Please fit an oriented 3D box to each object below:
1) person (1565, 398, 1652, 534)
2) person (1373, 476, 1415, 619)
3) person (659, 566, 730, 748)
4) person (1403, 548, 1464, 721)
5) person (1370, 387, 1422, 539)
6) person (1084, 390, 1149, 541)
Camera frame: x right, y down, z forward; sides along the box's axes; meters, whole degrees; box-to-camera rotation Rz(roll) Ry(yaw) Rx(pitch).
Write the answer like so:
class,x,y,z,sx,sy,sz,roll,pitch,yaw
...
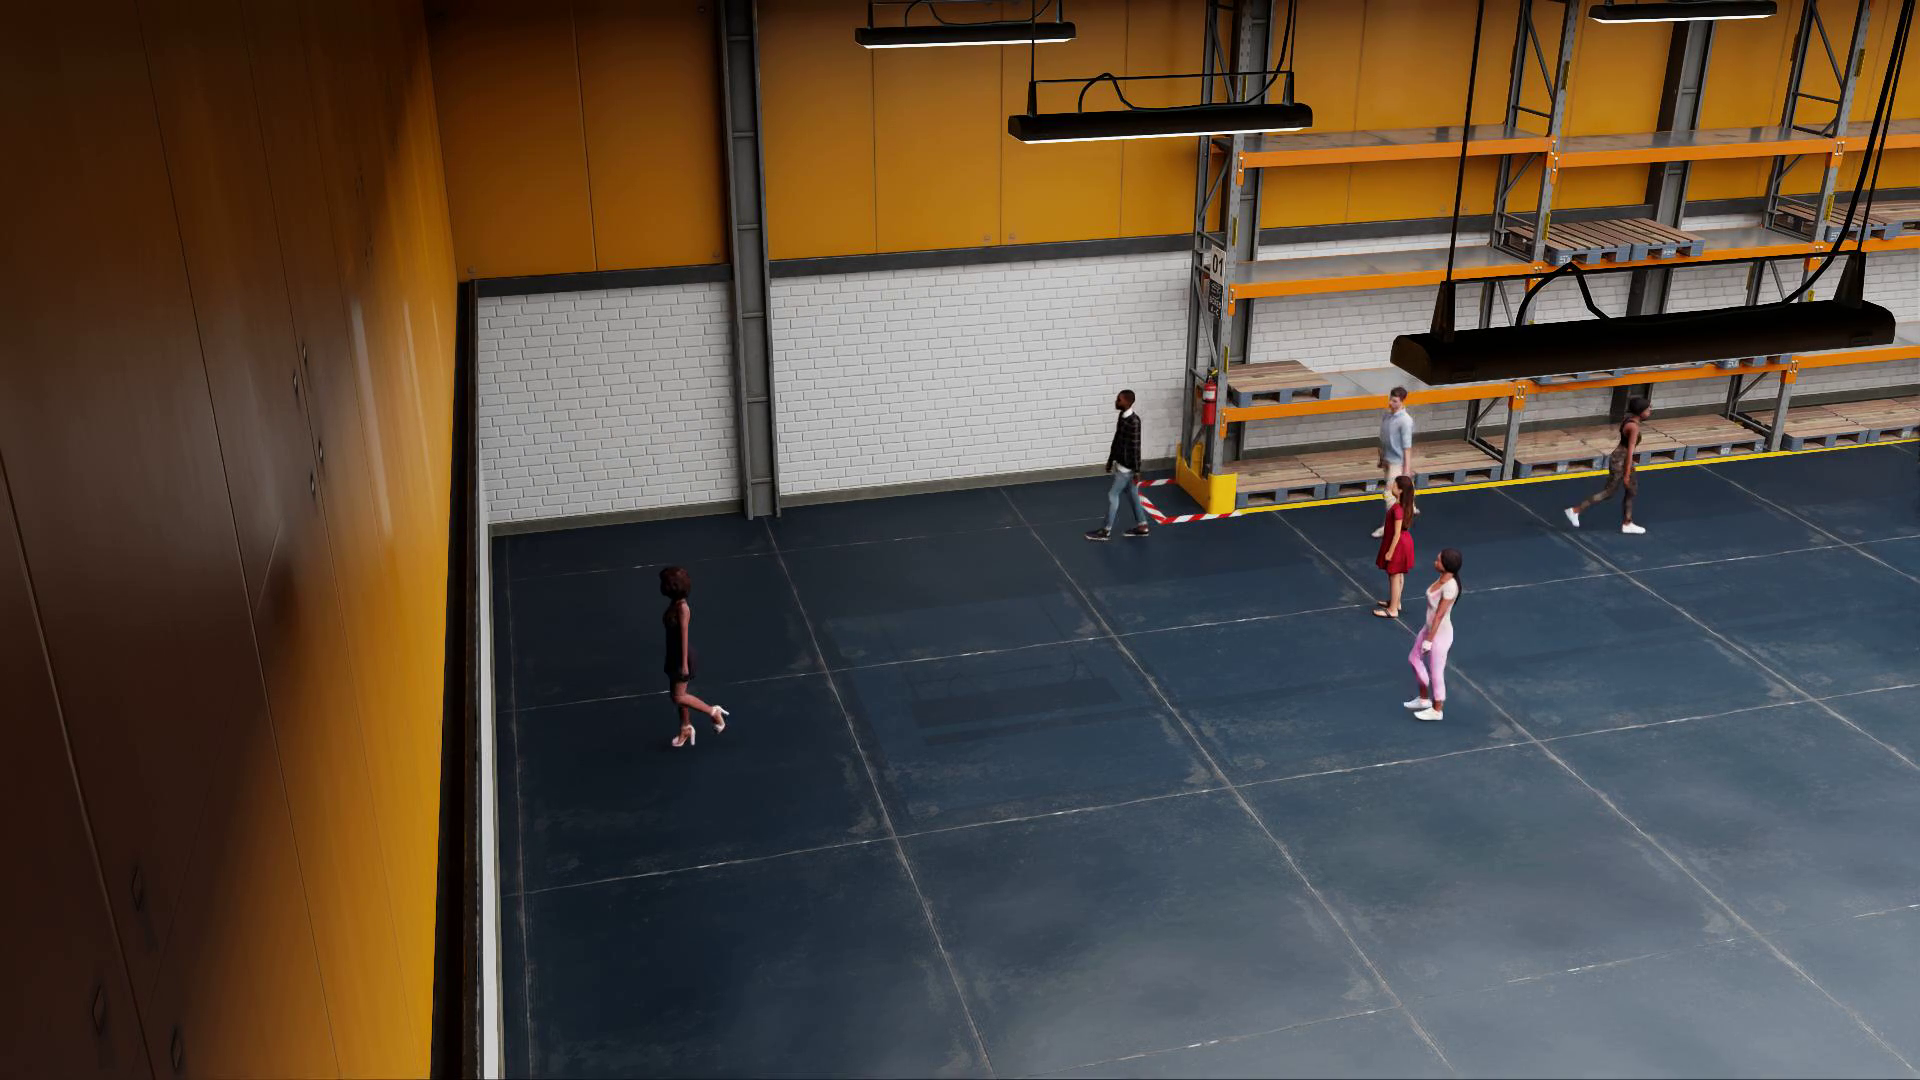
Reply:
class,x,y,z,sx,sy,sz,roll,pitch,yaw
person,7.547,-0.841,19.215,1.220,1.654,1.002,7,25,15
person,4.553,0.053,17.298,0.741,1.553,0.681,11,26,23
person,-2.387,1.048,14.738,0.803,1.780,0.604,-9,25,-19
person,4.444,0.882,15.176,0.708,1.733,0.687,3,24,7
person,5.069,-0.912,19.170,0.936,1.820,0.723,-5,24,-11
person,2.011,-0.845,19.059,1.035,1.787,0.760,-3,24,-7
